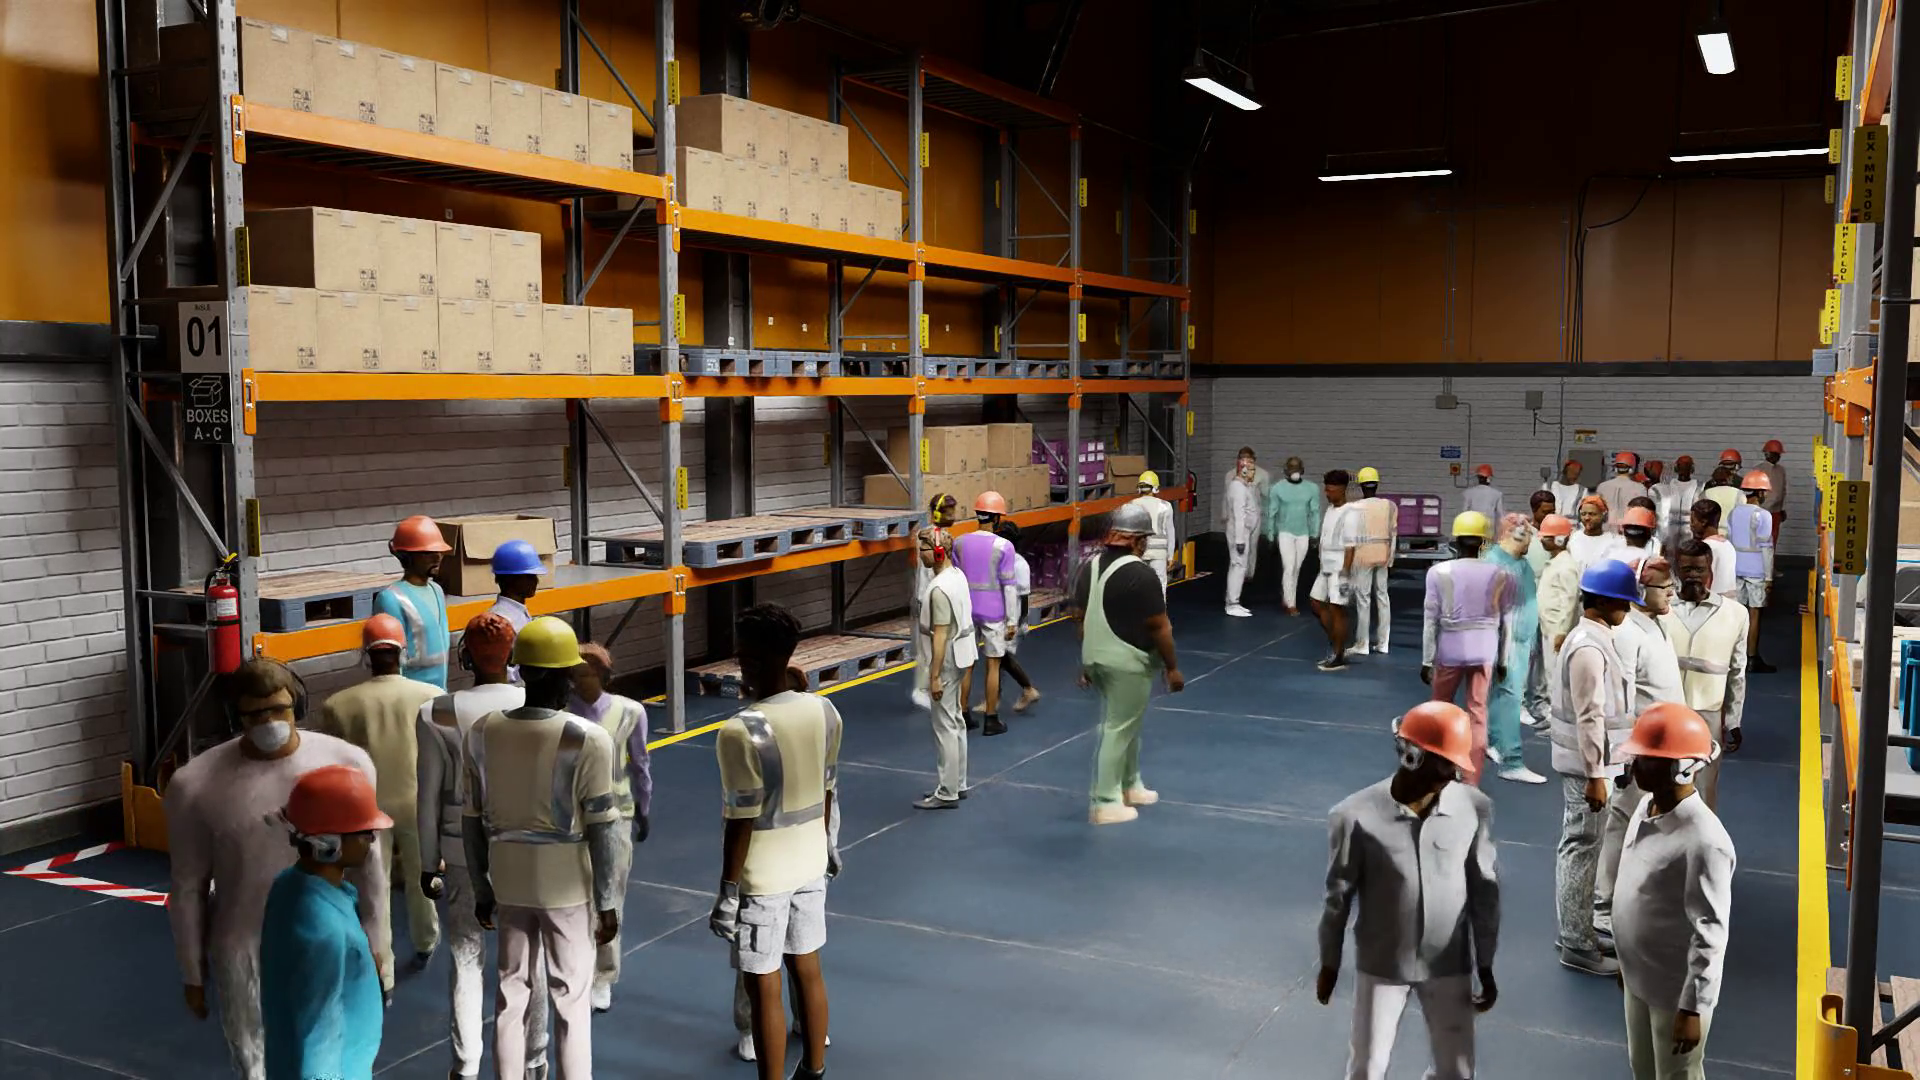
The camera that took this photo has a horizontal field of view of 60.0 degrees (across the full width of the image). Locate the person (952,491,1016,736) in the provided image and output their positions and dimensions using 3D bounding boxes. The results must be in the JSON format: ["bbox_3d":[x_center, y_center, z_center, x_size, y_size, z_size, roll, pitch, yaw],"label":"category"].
[{"bbox_3d":[0.204,0.579,13.097,0.548,1.923,0.391,3,6,28],"label":"person"}]

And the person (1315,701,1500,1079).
[{"bbox_3d":[1.481,1.374,5.553,0.598,1.723,0.426,0,5,0],"label":"person"}]

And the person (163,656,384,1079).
[{"bbox_3d":[-2.186,1.300,5.337,0.640,1.923,0.560,-3,6,-27],"label":"person"}]

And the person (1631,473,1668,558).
[{"bbox_3d":[8.159,0.070,19.772,0.317,1.700,0.690,-1,5,-13],"label":"person"}]

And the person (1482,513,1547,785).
[{"bbox_3d":[3.920,0.733,11.784,0.708,1.863,0.705,5,7,43],"label":"person"}]

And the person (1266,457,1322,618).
[{"bbox_3d":[3.987,-0.028,19.710,0.617,1.894,0.881,-1,5,-7],"label":"person"}]

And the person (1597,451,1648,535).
[{"bbox_3d":[7.772,-0.047,19.526,0.610,1.985,0.411,5,7,41],"label":"person"}]

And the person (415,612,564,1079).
[{"bbox_3d":[-1.818,1.217,6.490,0.568,1.878,0.351,-3,6,-25],"label":"person"}]

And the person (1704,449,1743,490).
[{"bbox_3d":[9.240,-0.097,19.988,0.612,1.990,0.392,1,5,14],"label":"person"}]

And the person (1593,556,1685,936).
[{"bbox_3d":[3.408,1.028,8.332,0.402,1.906,0.652,4,6,34],"label":"person"}]

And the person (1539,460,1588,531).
[{"bbox_3d":[7.355,-0.053,20.394,0.632,1.853,0.476,2,6,20],"label":"person"}]

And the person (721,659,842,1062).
[{"bbox_3d":[-0.736,1.296,6.862,0.514,1.642,0.310,-2,6,-25],"label":"person"}]

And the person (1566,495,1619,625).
[{"bbox_3d":[5.015,0.583,13.253,0.573,1.883,0.356,4,7,36],"label":"person"}]

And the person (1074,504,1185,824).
[{"bbox_3d":[1.130,0.756,10.541,0.782,2.000,0.682,-3,6,-27],"label":"person"}]

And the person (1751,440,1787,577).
[{"bbox_3d":[11.571,-0.445,23.776,0.633,1.984,0.419,-2,6,-21],"label":"person"}]

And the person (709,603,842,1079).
[{"bbox_3d":[-0.685,1.205,6.103,0.368,1.967,0.603,3,6,32],"label":"person"}]

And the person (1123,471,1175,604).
[{"bbox_3d":[2.048,0.164,18.076,0.587,1.822,0.403,1,5,14],"label":"person"}]

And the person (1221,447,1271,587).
[{"bbox_3d":[3.885,-0.308,22.735,0.661,1.893,0.970,2,6,21],"label":"person"}]

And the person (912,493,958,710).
[{"bbox_3d":[-0.196,0.527,14.039,0.375,1.846,0.659,-1,5,-12],"label":"person"}]

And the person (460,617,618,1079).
[{"bbox_3d":[-1.491,1.236,5.983,0.590,1.926,0.388,1,6,16],"label":"person"}]

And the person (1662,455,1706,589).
[{"bbox_3d":[8.983,-0.112,20.710,0.572,1.886,0.356,3,6,31],"label":"person"}]

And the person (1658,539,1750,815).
[{"bbox_3d":[3.985,0.947,9.120,0.593,1.922,0.391,2,6,19],"label":"person"}]

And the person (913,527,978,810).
[{"bbox_3d":[-0.087,0.832,10.829,0.394,1.836,0.560,1,5,10],"label":"person"}]

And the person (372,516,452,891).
[{"bbox_3d":[-2.950,0.886,9.125,0.377,2.045,0.605,1,5,8],"label":"person"}]

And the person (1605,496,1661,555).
[{"bbox_3d":[5.203,0.609,12.870,0.598,1.906,0.414,-4,6,-35],"label":"person"}]

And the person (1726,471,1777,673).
[{"bbox_3d":[7.596,0.304,15.944,0.352,1.940,0.545,-2,6,-16],"label":"person"}]

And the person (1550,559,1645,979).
[{"bbox_3d":[2.993,1.054,7.856,0.398,1.943,0.603,2,6,19],"label":"person"}]

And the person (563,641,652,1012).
[{"bbox_3d":[-1.670,1.245,7.592,0.518,1.604,0.830,0,5,-5],"label":"person"}]

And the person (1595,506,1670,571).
[{"bbox_3d":[4.885,0.702,12.174,0.585,1.882,1.003,5,7,41],"label":"person"}]

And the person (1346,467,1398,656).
[{"bbox_3d":[4.169,0.220,16.953,0.585,1.920,0.382,-2,6,-18],"label":"person"}]

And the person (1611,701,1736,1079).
[{"bbox_3d":[2.240,1.381,5.319,0.321,1.755,0.561,0,5,0],"label":"person"}]

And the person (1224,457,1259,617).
[{"bbox_3d":[3.360,-0.037,19.856,0.397,1.899,0.651,0,5,4],"label":"person"}]

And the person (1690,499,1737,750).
[{"bbox_3d":[5.612,0.647,12.451,0.403,1.908,0.597,5,7,41],"label":"person"}]

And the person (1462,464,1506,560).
[{"bbox_3d":[6.872,-0.141,21.919,0.812,1.722,0.557,-5,7,-43],"label":"person"}]

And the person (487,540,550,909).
[{"bbox_3d":[-2.340,0.967,8.758,0.388,1.947,0.615,-1,5,-8],"label":"person"}]

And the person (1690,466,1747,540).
[{"bbox_3d":[8.758,0.062,19.146,0.660,1.824,0.465,3,6,29],"label":"person"}]

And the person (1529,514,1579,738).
[{"bbox_3d":[4.647,0.668,13.017,0.342,1.748,0.572,1,5,8],"label":"person"}]

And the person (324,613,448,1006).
[{"bbox_3d":[-2.605,1.186,7.616,0.579,1.710,0.791,-1,5,-14],"label":"person"}]

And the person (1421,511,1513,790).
[{"bbox_3d":[3.378,0.760,11.152,0.622,1.908,0.549,0,5,0],"label":"person"}]

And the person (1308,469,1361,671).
[{"bbox_3d":[3.620,0.285,16.048,0.425,1.948,0.652,-1,5,-12],"label":"person"}]

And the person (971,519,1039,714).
[{"bbox_3d":[0.396,0.642,13.765,0.410,1.666,0.565,-3,6,-30],"label":"person"}]

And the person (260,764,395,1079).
[{"bbox_3d":[-1.820,1.471,4.565,0.769,1.725,0.566,-3,6,-32],"label":"person"}]
